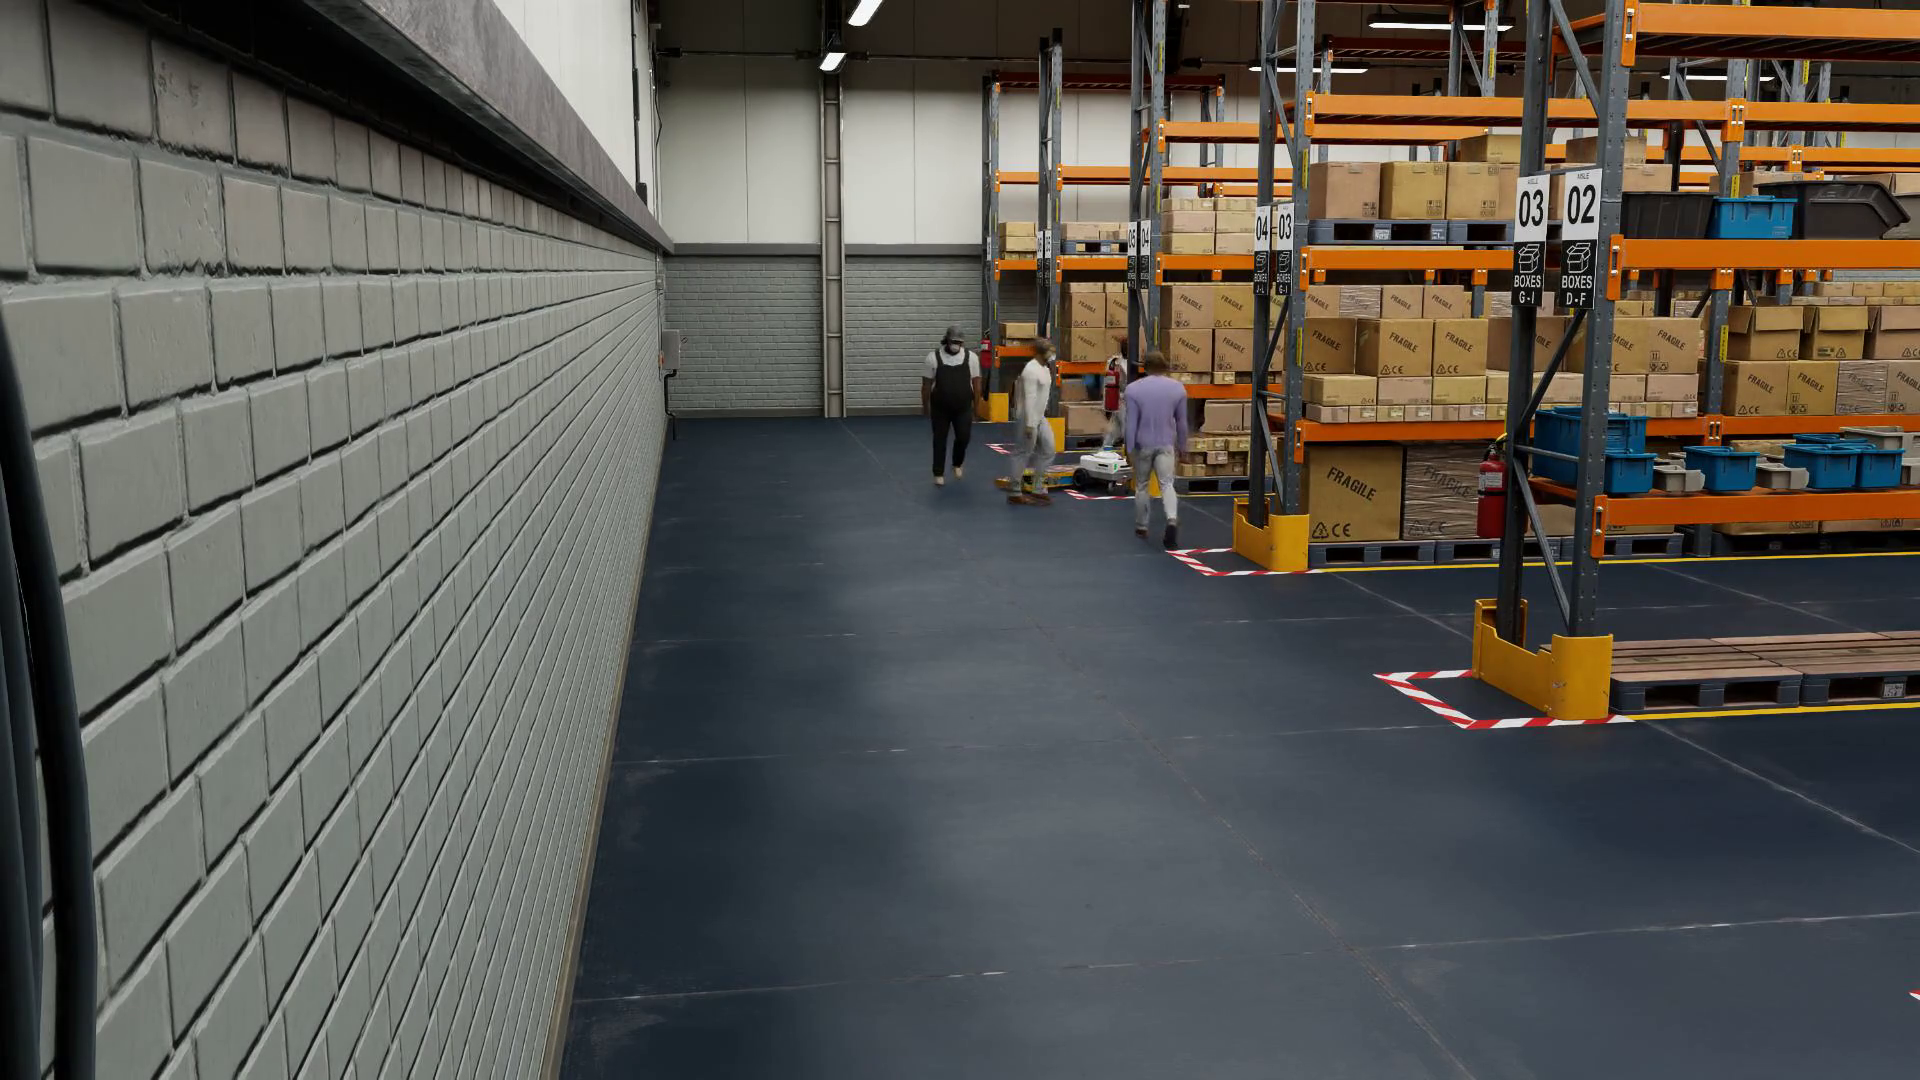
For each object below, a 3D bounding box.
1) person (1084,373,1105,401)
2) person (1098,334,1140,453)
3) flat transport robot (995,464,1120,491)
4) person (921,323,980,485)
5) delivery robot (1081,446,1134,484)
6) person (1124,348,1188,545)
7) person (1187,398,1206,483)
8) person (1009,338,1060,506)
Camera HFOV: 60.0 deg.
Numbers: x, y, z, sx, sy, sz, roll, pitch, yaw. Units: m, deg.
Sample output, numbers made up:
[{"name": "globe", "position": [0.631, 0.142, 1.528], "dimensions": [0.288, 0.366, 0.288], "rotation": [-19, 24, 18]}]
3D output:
[{"name": "person", "position": [2.060, -2.392, 26.002], "dimensions": [0.465, 1.680, 0.550], "rotation": [-1, 9, -9]}, {"name": "person", "position": [2.137, -1.765, 21.696], "dimensions": [0.960, 1.841, 0.588], "rotation": [6, 11, 33]}, {"name": "flat transport robot", "position": [1.201, -0.776, 20.380], "dimensions": [1.431, 0.197, 0.652], "rotation": [-6, 11, -34]}, {"name": "person", "position": [-0.118, -1.686, 20.544], "dimensions": [0.762, 2.000, 0.539], "rotation": [-1, 9, -7]}, {"name": "delivery robot", "position": [1.763, -0.886, 19.893], "dimensions": [0.477, 0.478, 0.707], "rotation": [-6, 11, -34]}, {"name": "person", "position": [1.919, -0.910, 16.197], "dimensions": [0.640, 1.912, 0.921], "rotation": [-1, 9, -7]}, {"name": "person", "position": [2.855, -1.598, 20.579], "dimensions": [0.333, 1.858, 0.510], "rotation": [-5, 10, -26]}, {"name": "person", "position": [0.872, -1.322, 18.737], "dimensions": [0.716, 1.892, 0.732], "rotation": [4, 10, 21]}]
